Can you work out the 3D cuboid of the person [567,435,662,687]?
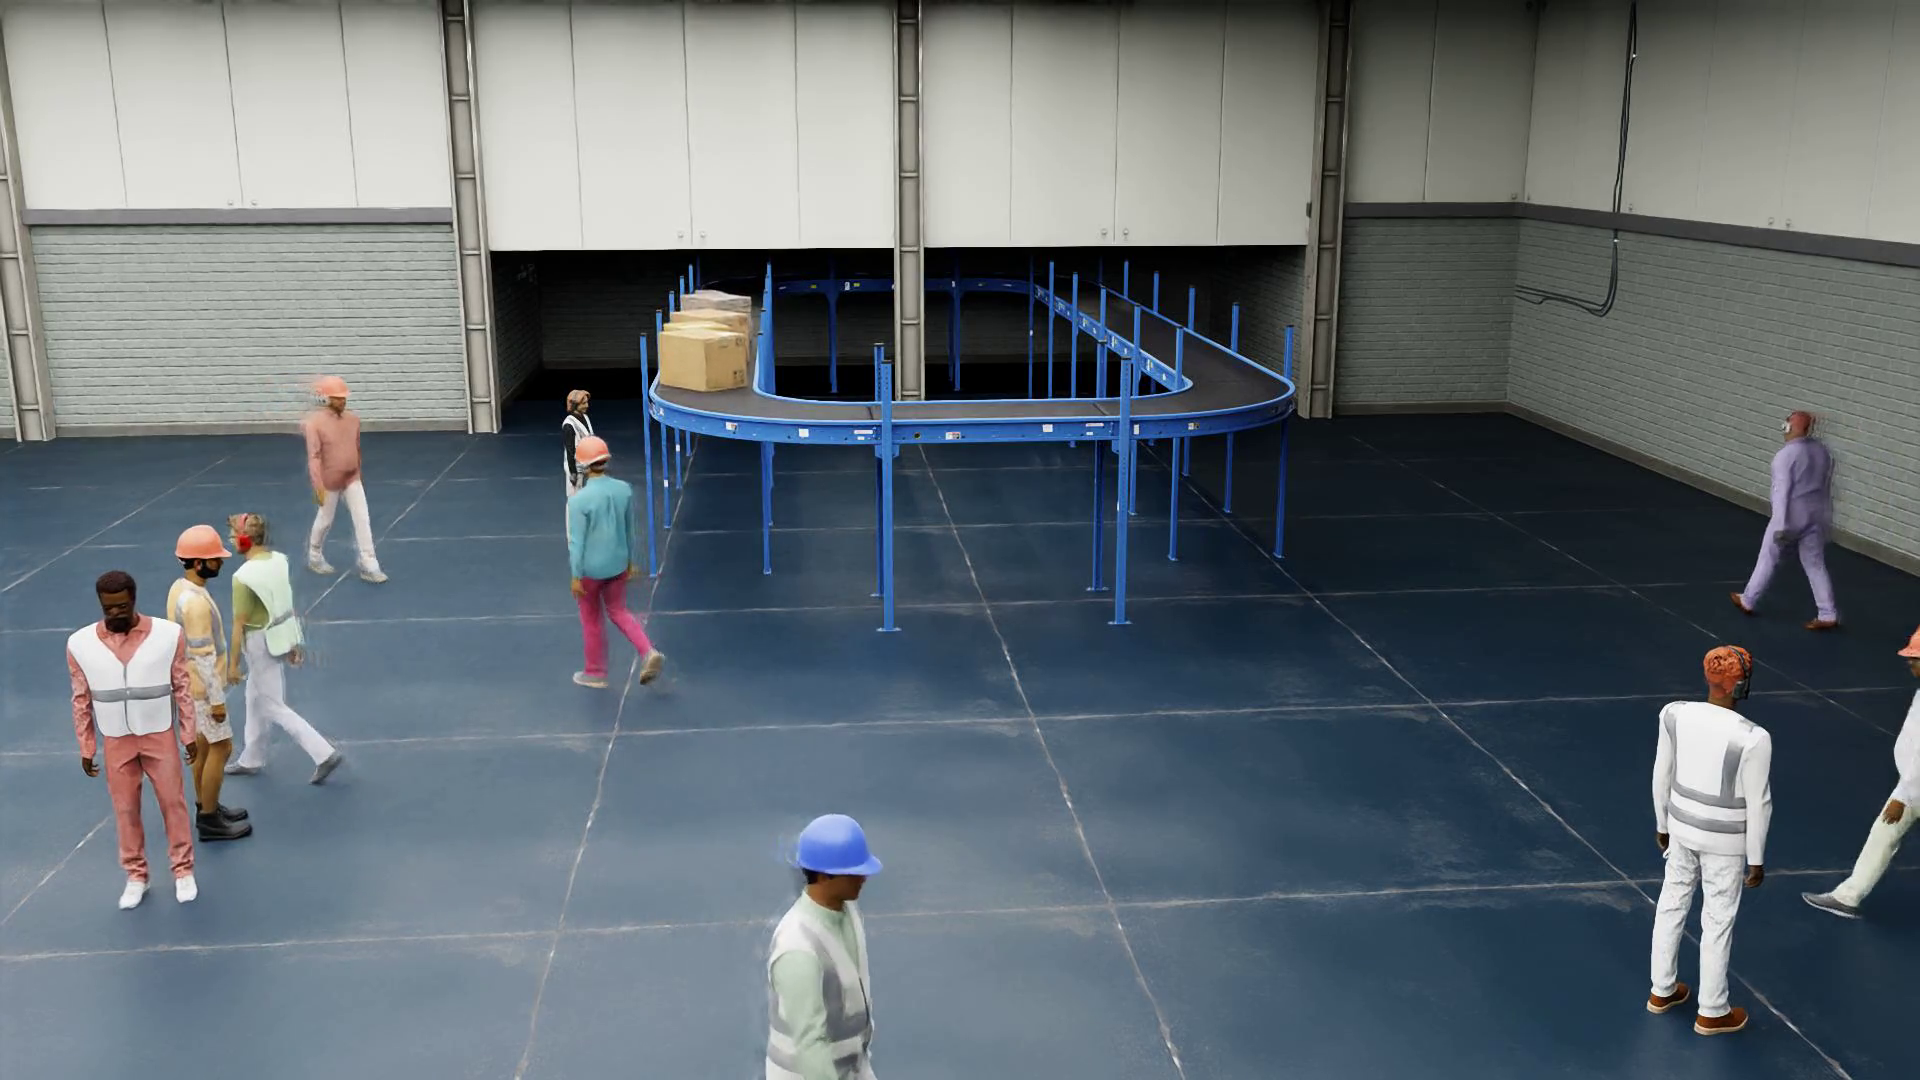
[{"bbox_3d":[-2.649,0.190,12.531,0.727,1.973,0.626,10,17,34],"label":"person"}]

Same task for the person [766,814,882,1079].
[{"bbox_3d":[-0.417,1.877,5.932,1.006,1.887,0.622,4,15,17],"label":"person"}]

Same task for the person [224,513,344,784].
[{"bbox_3d":[-4.470,0.709,10.790,0.858,1.818,0.572,0,14,0],"label":"person"}]

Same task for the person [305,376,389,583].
[{"bbox_3d":[-5.889,-0.581,15.676,1.008,1.950,0.635,9,17,33],"label":"person"}]

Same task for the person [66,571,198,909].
[{"bbox_3d":[-4.513,1.077,9.126,0.597,1.908,0.409,-5,15,-19],"label":"person"}]

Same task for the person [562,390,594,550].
[{"bbox_3d":[-3.841,-0.705,16.797,0.311,1.636,0.523,2,14,7],"label":"person"}]

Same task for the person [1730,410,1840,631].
[{"bbox_3d":[7.149,-0.167,14.232,0.684,1.855,1.024,-6,15,-21],"label":"person"}]

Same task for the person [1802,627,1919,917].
[{"bbox_3d":[5.048,1.278,8.725,0.895,1.702,0.573,6,15,22],"label":"person"}]

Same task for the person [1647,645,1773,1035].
[{"bbox_3d":[3.538,1.406,7.854,0.356,1.883,0.574,-9,17,-32],"label":"person"}]

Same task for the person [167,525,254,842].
[{"bbox_3d":[-4.511,0.853,9.990,0.395,1.927,0.544,-9,17,-32],"label":"person"}]
